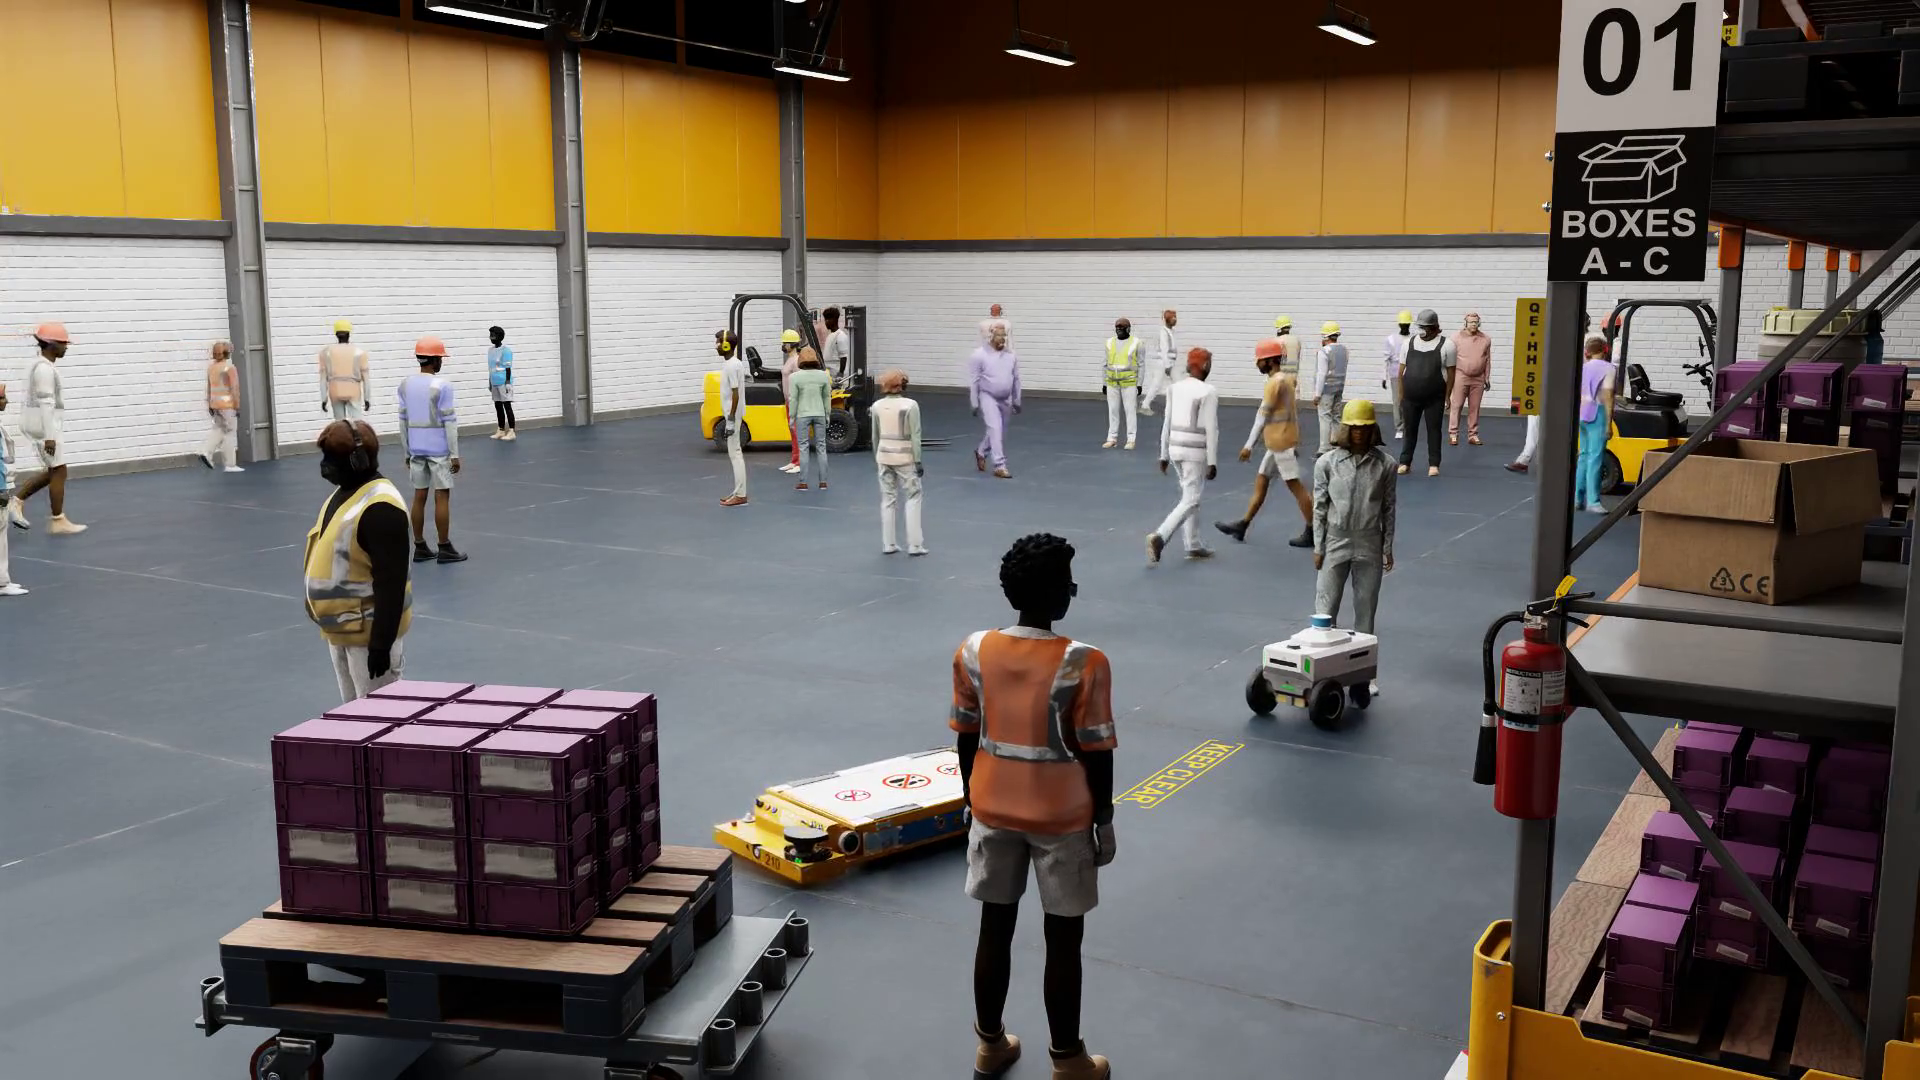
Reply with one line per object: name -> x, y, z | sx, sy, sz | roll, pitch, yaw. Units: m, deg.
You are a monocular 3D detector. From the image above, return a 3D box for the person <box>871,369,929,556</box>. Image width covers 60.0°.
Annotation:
person -> -0.541, -0.669, 14.473 | 0.559, 1.630, 0.370 | 6, 11, 34

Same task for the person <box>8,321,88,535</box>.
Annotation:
person -> -8.610, -1.035, 15.567 | 0.684, 2.015, 0.661 | -5, 11, -31

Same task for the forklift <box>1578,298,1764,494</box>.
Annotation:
forklift -> 7.954, -1.589, 18.462 | 2.313, 2.155, 1.214 | 5, 11, 30

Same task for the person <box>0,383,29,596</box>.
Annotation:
person -> -7.369, -0.391, 12.711 | 0.311, 1.638, 0.523 | -7, 11, -37

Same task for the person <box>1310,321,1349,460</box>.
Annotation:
person -> 4.863, -1.968, 21.954 | 0.596, 1.832, 0.404 | -9, 13, -43

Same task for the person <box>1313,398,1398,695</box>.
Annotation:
person -> 2.292, 0.045, 9.666 | 0.487, 1.744, 0.314 | 0, 9, 1

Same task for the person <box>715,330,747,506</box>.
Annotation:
person -> -2.421, -1.288, 17.611 | 0.310, 1.864, 0.534 | -1, 9, -4

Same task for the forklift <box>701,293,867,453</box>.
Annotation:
forklift -> -2.458, -2.344, 23.176 | 2.313, 2.155, 1.214 | 0, 9, -2

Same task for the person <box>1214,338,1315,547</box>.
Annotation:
person -> 2.830, -0.872, 15.011 | 1.025, 1.870, 0.571 | 3, 10, 19

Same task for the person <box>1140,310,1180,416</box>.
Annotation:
person -> 3.544, -3.030, 28.594 | 1.002, 1.837, 0.595 | 5, 10, 28

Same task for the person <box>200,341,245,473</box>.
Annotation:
person -> -9.068, -1.627, 20.455 | 0.518, 1.628, 0.417 | 6, 11, 34

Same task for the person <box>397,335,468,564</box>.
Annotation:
person -> -4.478, -0.768, 14.134 | 0.550, 1.935, 0.375 | 4, 10, 22

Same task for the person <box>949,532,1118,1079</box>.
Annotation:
person -> 0.228, 0.818, 4.976 | 0.540, 1.699, 0.315 | 5, 10, 29

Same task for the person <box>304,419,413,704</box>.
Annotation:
person -> -2.589, 0.395, 7.180 | 0.429, 1.843, 0.622 | -7, 11, -37

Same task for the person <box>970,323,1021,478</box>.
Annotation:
person -> 0.412, -1.715, 20.277 | 0.644, 1.873, 0.897 | -5, 11, -30

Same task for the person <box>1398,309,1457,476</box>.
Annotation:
person -> 5.646, -1.794, 20.217 | 0.680, 2.000, 0.536 | 5, 10, 29

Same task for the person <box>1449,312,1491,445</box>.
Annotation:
person -> 7.287, -2.298, 23.786 | 0.652, 1.906, 0.402 | -1, 9, -5

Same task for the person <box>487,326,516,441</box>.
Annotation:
person -> -6.777, -2.311, 24.535 | 0.536, 1.692, 0.319 | 8, 12, 41

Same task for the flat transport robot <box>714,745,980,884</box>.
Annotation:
flat transport robot -> -0.292, 1.163, 7.266 | 1.431, 0.197, 0.652 | -8, 12, -40

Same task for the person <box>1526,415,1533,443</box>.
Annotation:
person -> 8.006, -2.098, 22.732 | 0.634, 1.842, 0.429 | 4, 10, 21

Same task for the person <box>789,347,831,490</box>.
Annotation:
person -> -1.702, -1.375, 18.873 | 0.497, 1.633, 0.289 | -4, 10, -22

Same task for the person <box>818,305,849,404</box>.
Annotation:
person -> -2.267, -3.352, 30.424 | 0.657, 1.887, 0.651 | 4, 10, 23

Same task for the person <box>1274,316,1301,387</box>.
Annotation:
person -> 4.836, -2.442, 24.921 | 0.601, 1.827, 0.404 | -7, 11, -37

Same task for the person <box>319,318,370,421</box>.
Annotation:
person -> -7.673, -1.811, 20.757 | 0.592, 1.911, 0.608 | -2, 9, -14

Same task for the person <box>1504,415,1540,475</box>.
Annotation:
person -> 7.081, -1.694, 20.090 | 0.952, 1.888, 0.619 | -2, 9, -10

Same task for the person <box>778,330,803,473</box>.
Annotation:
person -> -2.070, -1.706, 20.524 | 0.313, 1.769, 0.523 | -3, 10, -17

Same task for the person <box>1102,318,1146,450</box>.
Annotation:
person -> 2.267, -2.184, 23.274 | 0.636, 1.840, 0.429 | 5, 10, 29

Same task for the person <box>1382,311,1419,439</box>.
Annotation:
person -> 6.540, -2.430, 24.600 | 0.603, 1.901, 0.643 | 2, 9, 14

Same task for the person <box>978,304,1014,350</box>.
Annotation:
person -> 0.668, -3.383, 30.552 | 0.651, 1.906, 0.409 | 1, 9, 8

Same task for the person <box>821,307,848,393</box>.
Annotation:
person -> -1.849, -2.451, 24.577 | 0.378, 1.958, 0.600 | -4, 10, -22

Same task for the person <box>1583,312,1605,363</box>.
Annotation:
person -> 8.664, -2.235, 23.285 | 0.635, 1.937, 0.353 | 4, 10, 25

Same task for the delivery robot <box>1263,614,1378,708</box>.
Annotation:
delivery robot -> 2.009, 0.658, 9.247 | 0.707, 0.478, 0.477 | -8, 12, -42

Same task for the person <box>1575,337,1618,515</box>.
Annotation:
person -> 6.548, -1.177, 17.131 | 0.401, 1.803, 0.743 | -3, 10, -18

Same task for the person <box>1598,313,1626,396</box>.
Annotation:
person -> 8.825, -2.100, 22.508 | 0.460, 1.921, 0.554 | 3, 9, 16

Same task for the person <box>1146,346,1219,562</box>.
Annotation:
person -> 1.870, -0.709, 14.062 | 0.797, 1.858, 0.639 | -6, 11, -34
